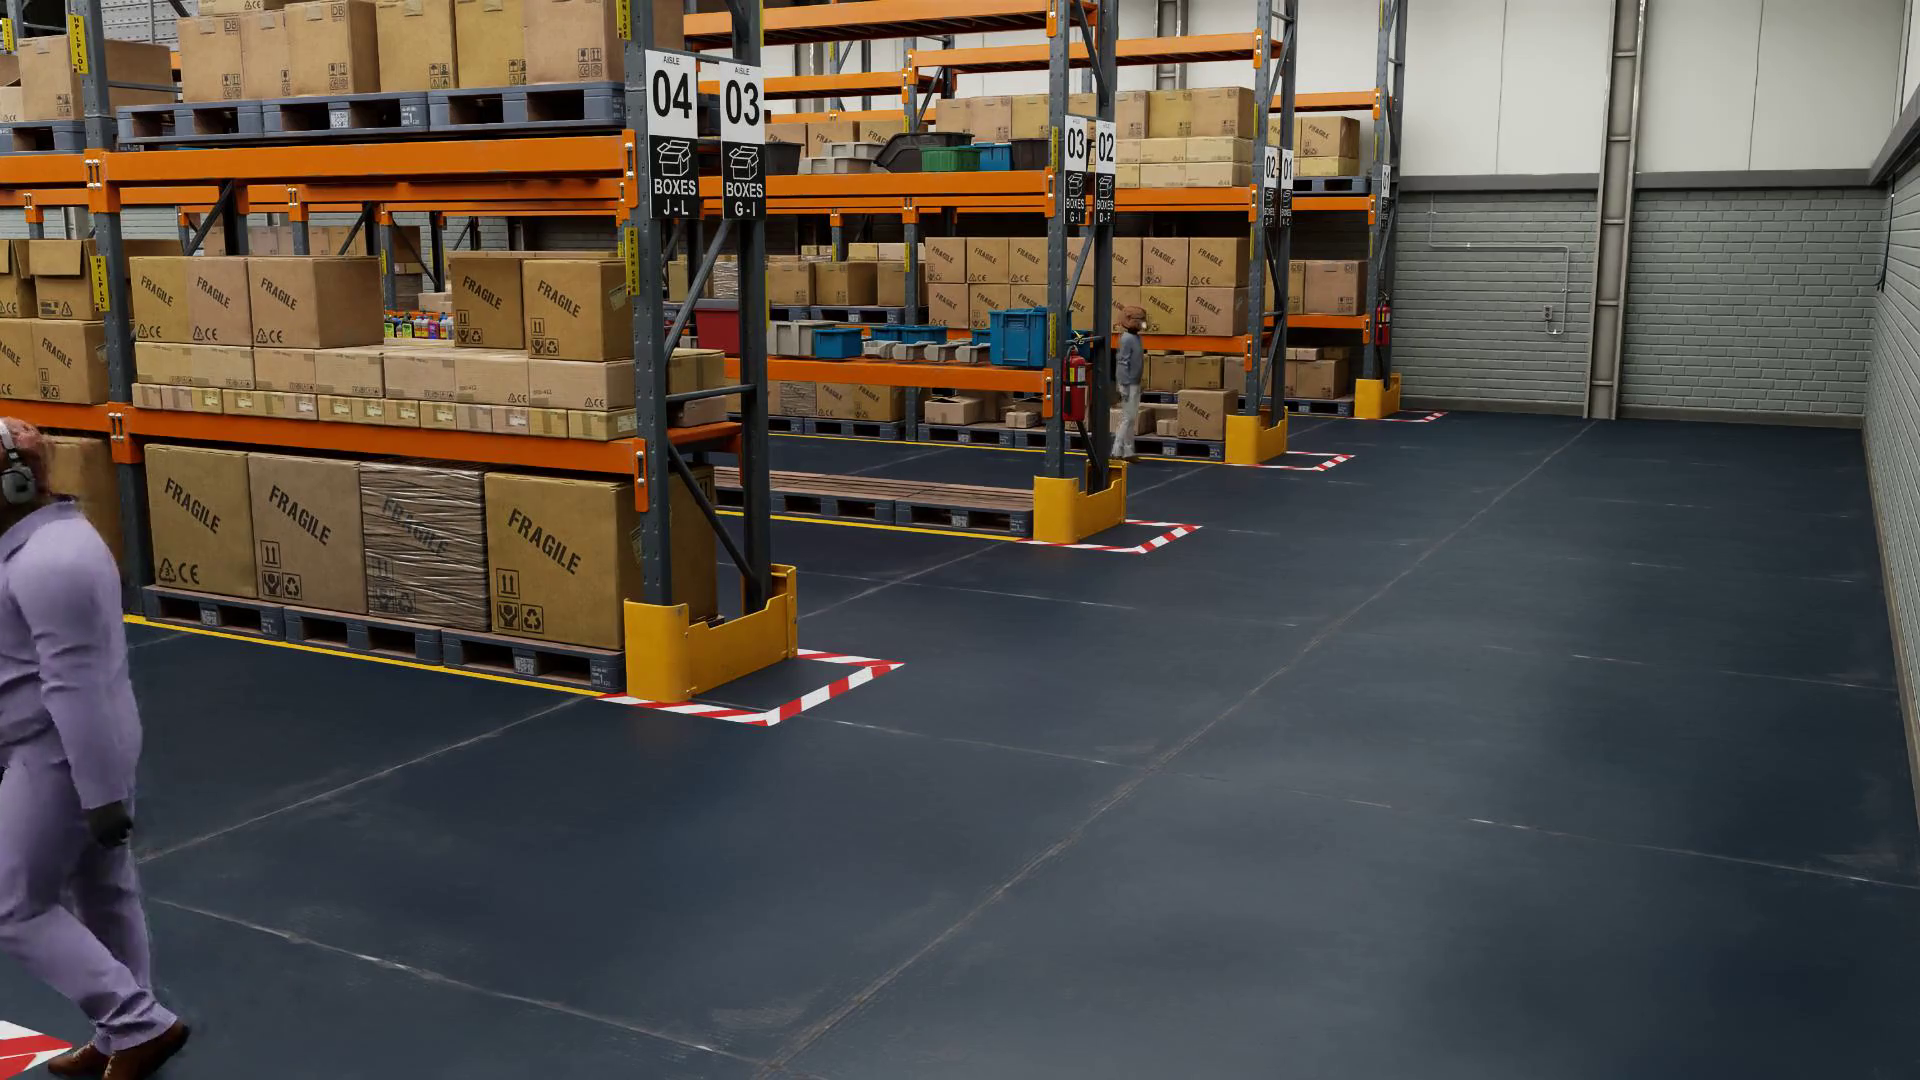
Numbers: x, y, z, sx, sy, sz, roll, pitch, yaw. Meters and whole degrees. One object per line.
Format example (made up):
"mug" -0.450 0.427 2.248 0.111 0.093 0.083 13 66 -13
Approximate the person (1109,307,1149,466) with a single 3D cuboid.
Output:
"person" 1.764 -1.569 17.056 0.310 1.626 0.535 4 11 23

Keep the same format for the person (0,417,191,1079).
"person" -2.391 0.602 4.492 0.489 1.887 0.634 -2 11 -13

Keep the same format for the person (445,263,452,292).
"person" -8.250 -3.579 27.170 0.960 1.919 0.635 8 13 36

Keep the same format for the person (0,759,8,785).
"person" -4.238 0.205 6.612 0.898 1.913 0.537 5 11 25
